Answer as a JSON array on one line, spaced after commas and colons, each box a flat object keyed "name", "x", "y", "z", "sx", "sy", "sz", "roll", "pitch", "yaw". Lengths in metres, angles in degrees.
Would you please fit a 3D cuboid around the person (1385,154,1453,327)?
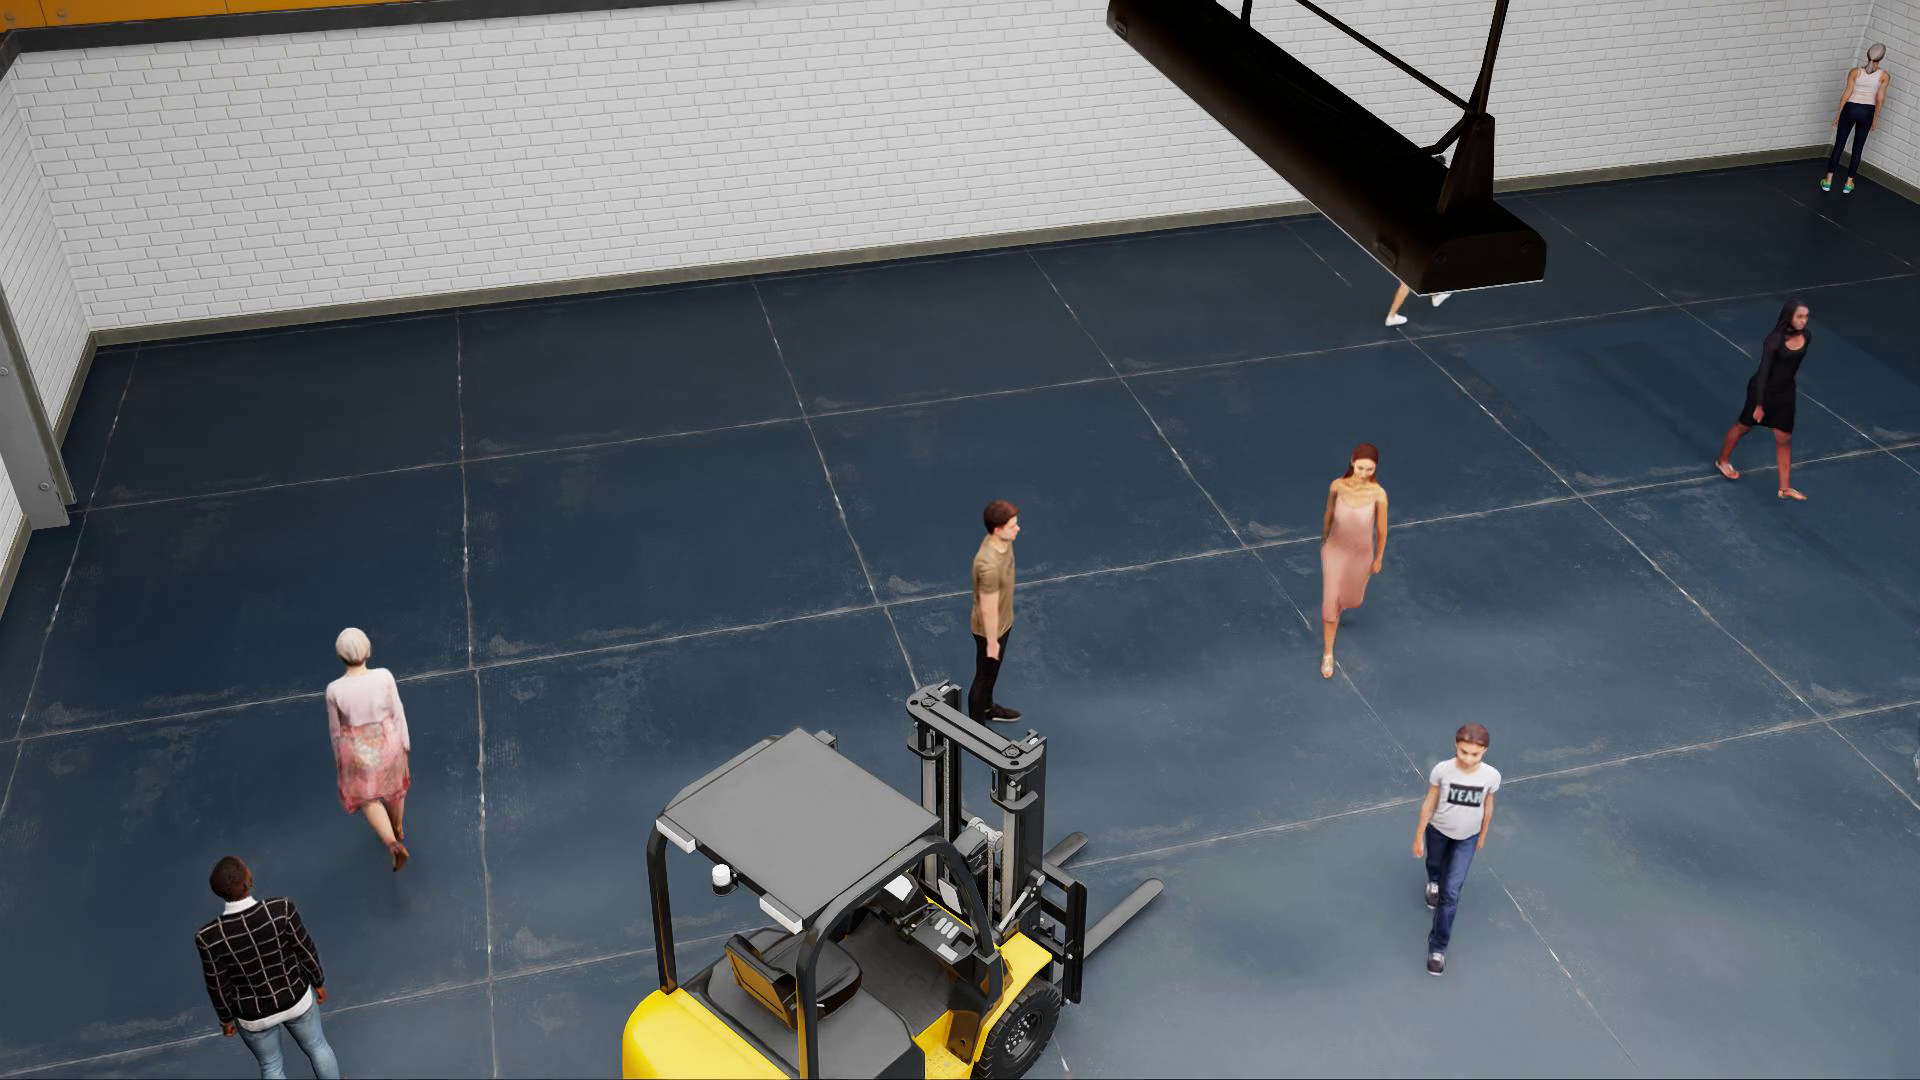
[{"name": "person", "x": 4.422, "y": -2.853, "z": 16.102, "sx": 0.864, "sy": 1.683, "sz": 1.138, "roll": -18, "pitch": 38, "yaw": -25}]

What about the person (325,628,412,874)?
[{"name": "person", "x": -3.478, "y": 1.280, "z": 9.887, "sx": 0.784, "sy": 1.679, "sz": 0.933, "roll": -20, "pitch": 39, "yaw": -28}]

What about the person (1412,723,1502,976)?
[{"name": "person", "x": 2.814, "y": 1.620, "z": 9.521, "sx": 0.928, "sy": 1.518, "sz": 1.128, "roll": 10, "pitch": 35, "yaw": 15}]

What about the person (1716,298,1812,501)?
[{"name": "person", "x": 6.567, "y": -1.210, "z": 13.627, "sx": 0.716, "sy": 1.686, "sz": 1.105, "roll": -12, "pitch": 36, "yaw": -18}]

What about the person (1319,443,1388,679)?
[{"name": "person", "x": 2.728, "y": 0.064, "z": 11.607, "sx": 0.978, "sy": 1.800, "sz": 1.108, "roll": 15, "pitch": 36, "yaw": 21}]

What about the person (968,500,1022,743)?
[{"name": "person", "x": 0.210, "y": 0.531, "z": 10.860, "sx": 0.791, "sy": 1.849, "sz": 0.655, "roll": 7, "pitch": 34, "yaw": 10}]

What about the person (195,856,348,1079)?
[{"name": "person", "x": -3.412, "y": 2.287, "z": 8.246, "sx": 0.722, "sy": 1.818, "sz": 0.646, "roll": -19, "pitch": 38, "yaw": -26}]

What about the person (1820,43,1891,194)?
[{"name": "person", "x": 10.288, "y": -4.846, "z": 19.082, "sx": 0.686, "sy": 1.702, "sz": 0.727, "roll": 14, "pitch": 36, "yaw": 20}]
